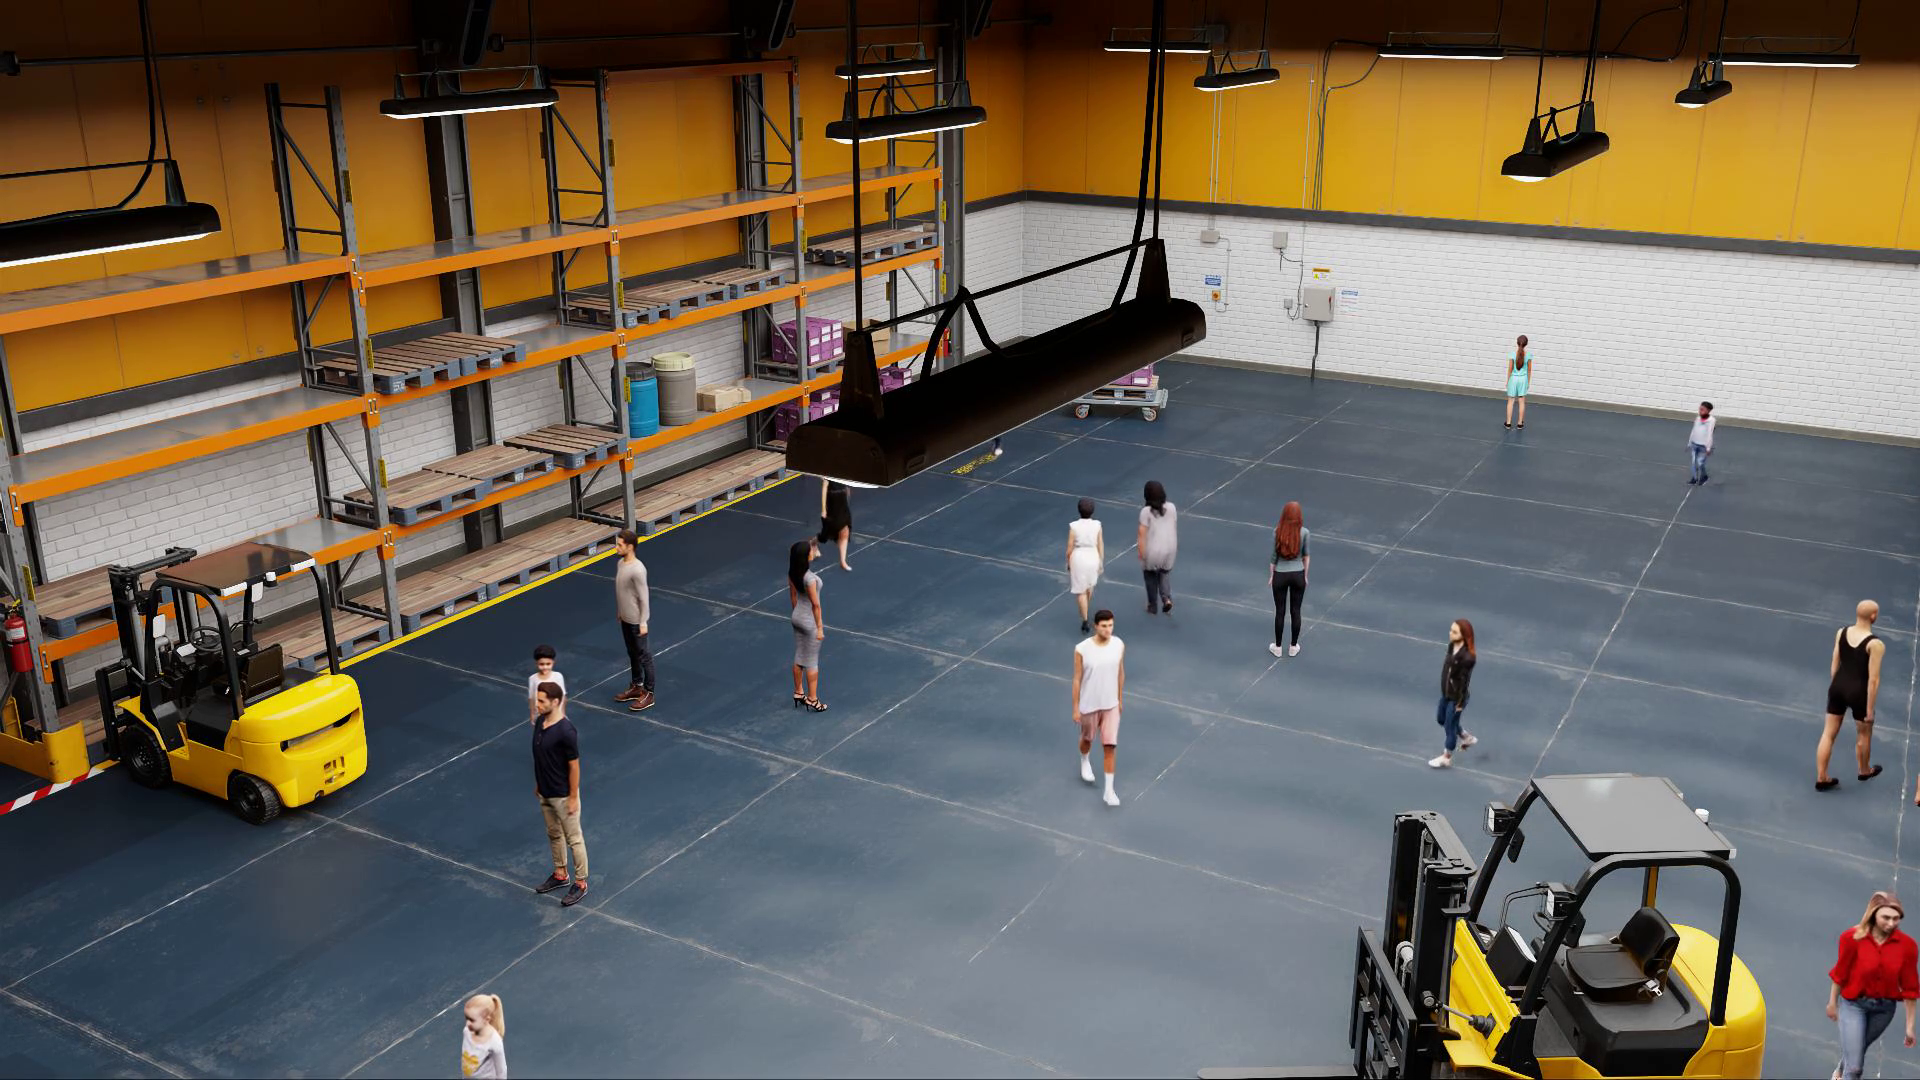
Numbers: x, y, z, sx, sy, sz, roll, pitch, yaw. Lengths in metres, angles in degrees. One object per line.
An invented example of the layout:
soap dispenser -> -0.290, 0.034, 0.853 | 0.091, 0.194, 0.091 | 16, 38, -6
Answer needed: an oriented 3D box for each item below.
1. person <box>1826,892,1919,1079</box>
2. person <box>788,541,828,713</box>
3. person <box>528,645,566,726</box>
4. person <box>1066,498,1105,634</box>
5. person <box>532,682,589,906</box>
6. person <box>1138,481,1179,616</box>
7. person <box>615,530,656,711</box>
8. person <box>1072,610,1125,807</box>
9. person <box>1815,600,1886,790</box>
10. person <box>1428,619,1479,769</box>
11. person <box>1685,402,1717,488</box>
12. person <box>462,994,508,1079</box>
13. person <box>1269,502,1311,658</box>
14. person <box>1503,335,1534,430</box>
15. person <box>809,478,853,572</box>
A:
person -> 5.754, 2.957, 10.588 | 0.866, 1.653, 1.188 | 4, 19, 11
person -> -1.540, 0.858, 16.620 | 0.627, 1.781, 0.648 | -15, 24, -38
person -> -3.811, 1.557, 15.366 | 0.560, 1.257, 0.611 | -3, 19, -10
person -> 1.420, 0.311, 18.647 | 0.905, 1.526, 0.997 | -4, 19, -10
person -> -3.180, 1.978, 13.175 | 0.680, 1.858, 0.571 | 15, 23, 37
person -> 2.304, 0.115, 19.111 | 0.831, 1.599, 0.891 | -6, 20, -18
person -> -3.268, 0.786, 16.703 | 0.684, 1.865, 0.732 | -15, 24, -37
person -> 1.217, 1.440, 14.951 | 1.089, 1.744, 1.201 | -3, 19, -9
person -> 7.934, 1.418, 14.937 | 1.092, 1.794, 0.975 | -9, 21, -26
person -> 4.654, 1.422, 15.432 | 0.845, 1.470, 0.795 | -4, 19, -11
person -> 10.811, -1.400, 24.154 | 0.661, 1.253, 0.611 | -9, 21, -24
person -> -2.868, 3.321, 10.093 | 0.487, 1.279, 0.499 | 11, 22, 30
person -> 3.555, 0.421, 17.978 | 0.662, 1.743, 0.677 | 1, 19, 4
person -> 9.141, -2.597, 27.230 | 0.614, 1.558, 0.631 | 4, 19, 11
person -> -1.606, -0.426, 20.729 | 1.006, 1.593, 0.893 | -15, 23, -37
